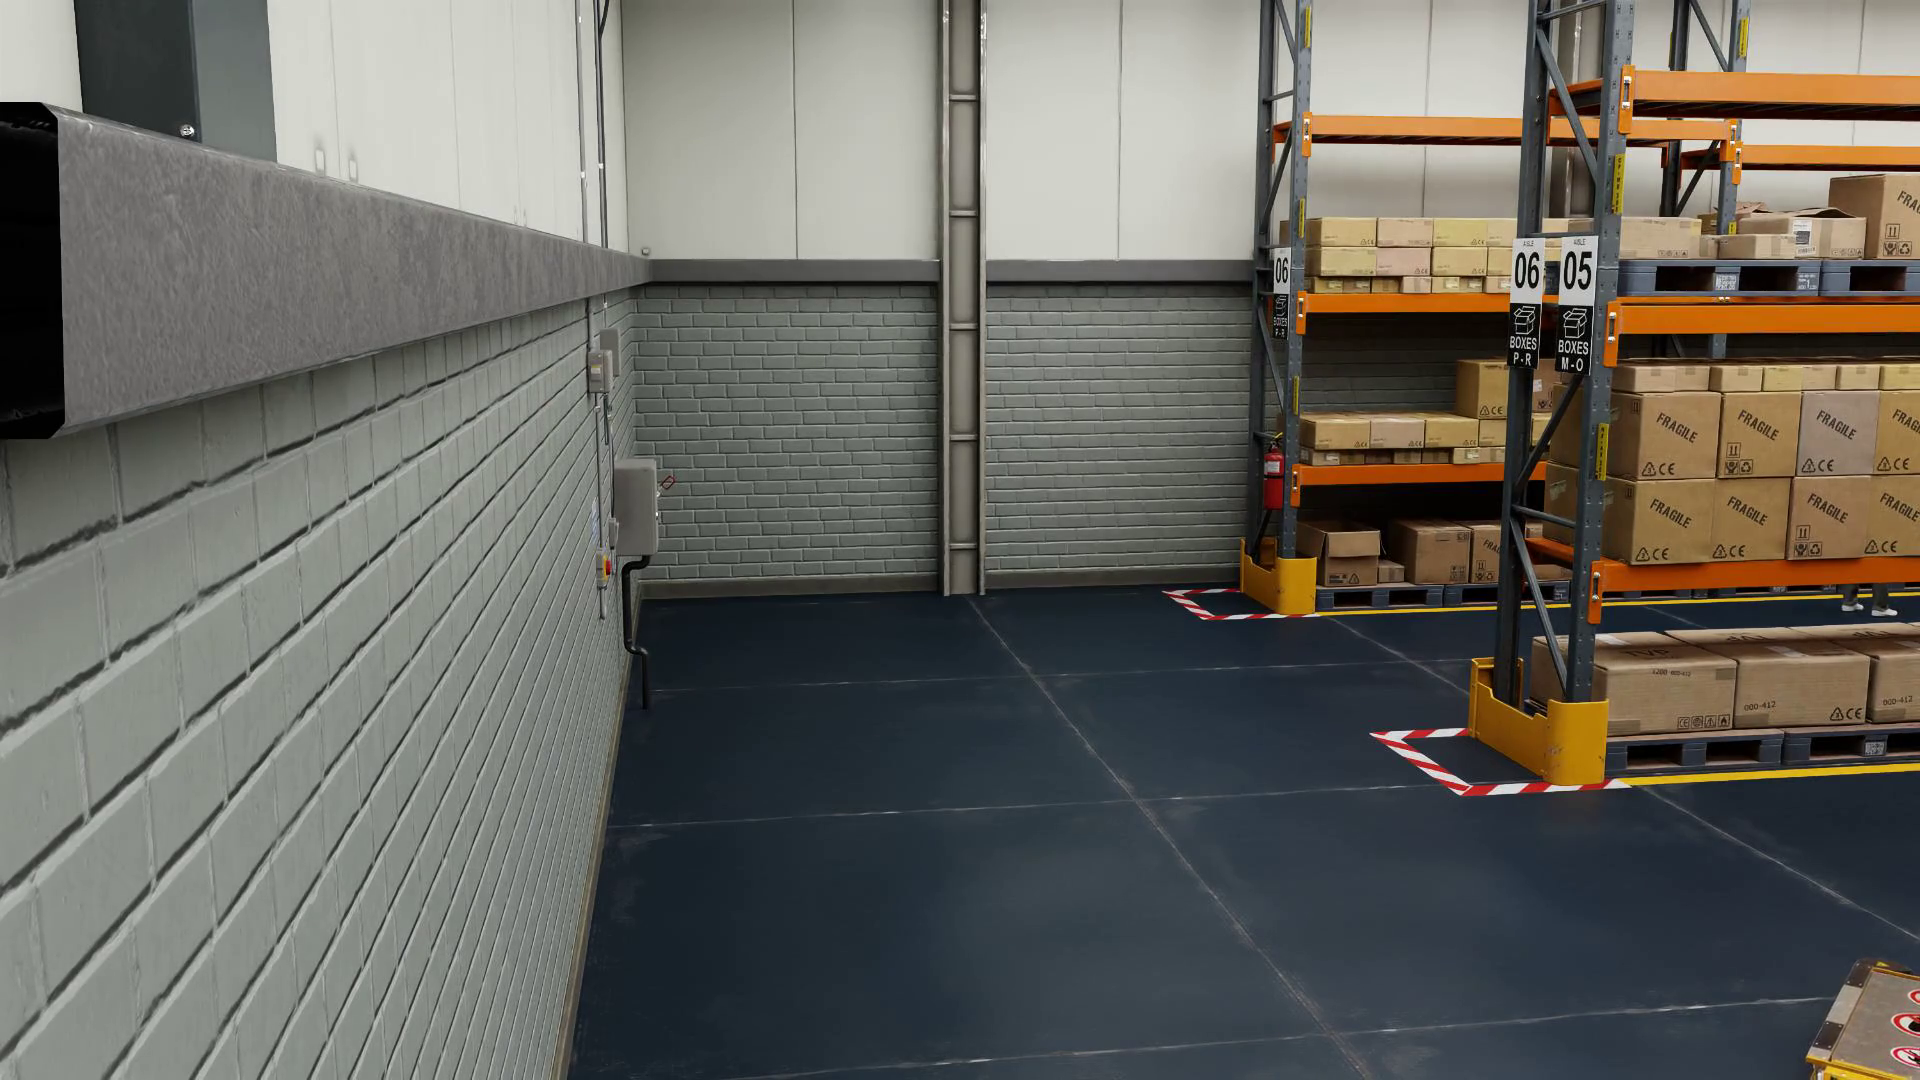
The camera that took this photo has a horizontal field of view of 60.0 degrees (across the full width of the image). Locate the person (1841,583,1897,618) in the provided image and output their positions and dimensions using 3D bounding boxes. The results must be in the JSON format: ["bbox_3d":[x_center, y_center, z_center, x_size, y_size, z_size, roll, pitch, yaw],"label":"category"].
[{"bbox_3d":[8.066,-0.281,14.613,0.396,1.918,0.588,-6,11,-33],"label":"person"}]

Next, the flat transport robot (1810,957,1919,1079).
[{"bbox_3d":[3.554,1.915,6.129,0.652,0.197,1.431,7,11,36],"label":"flat transport robot"}]
